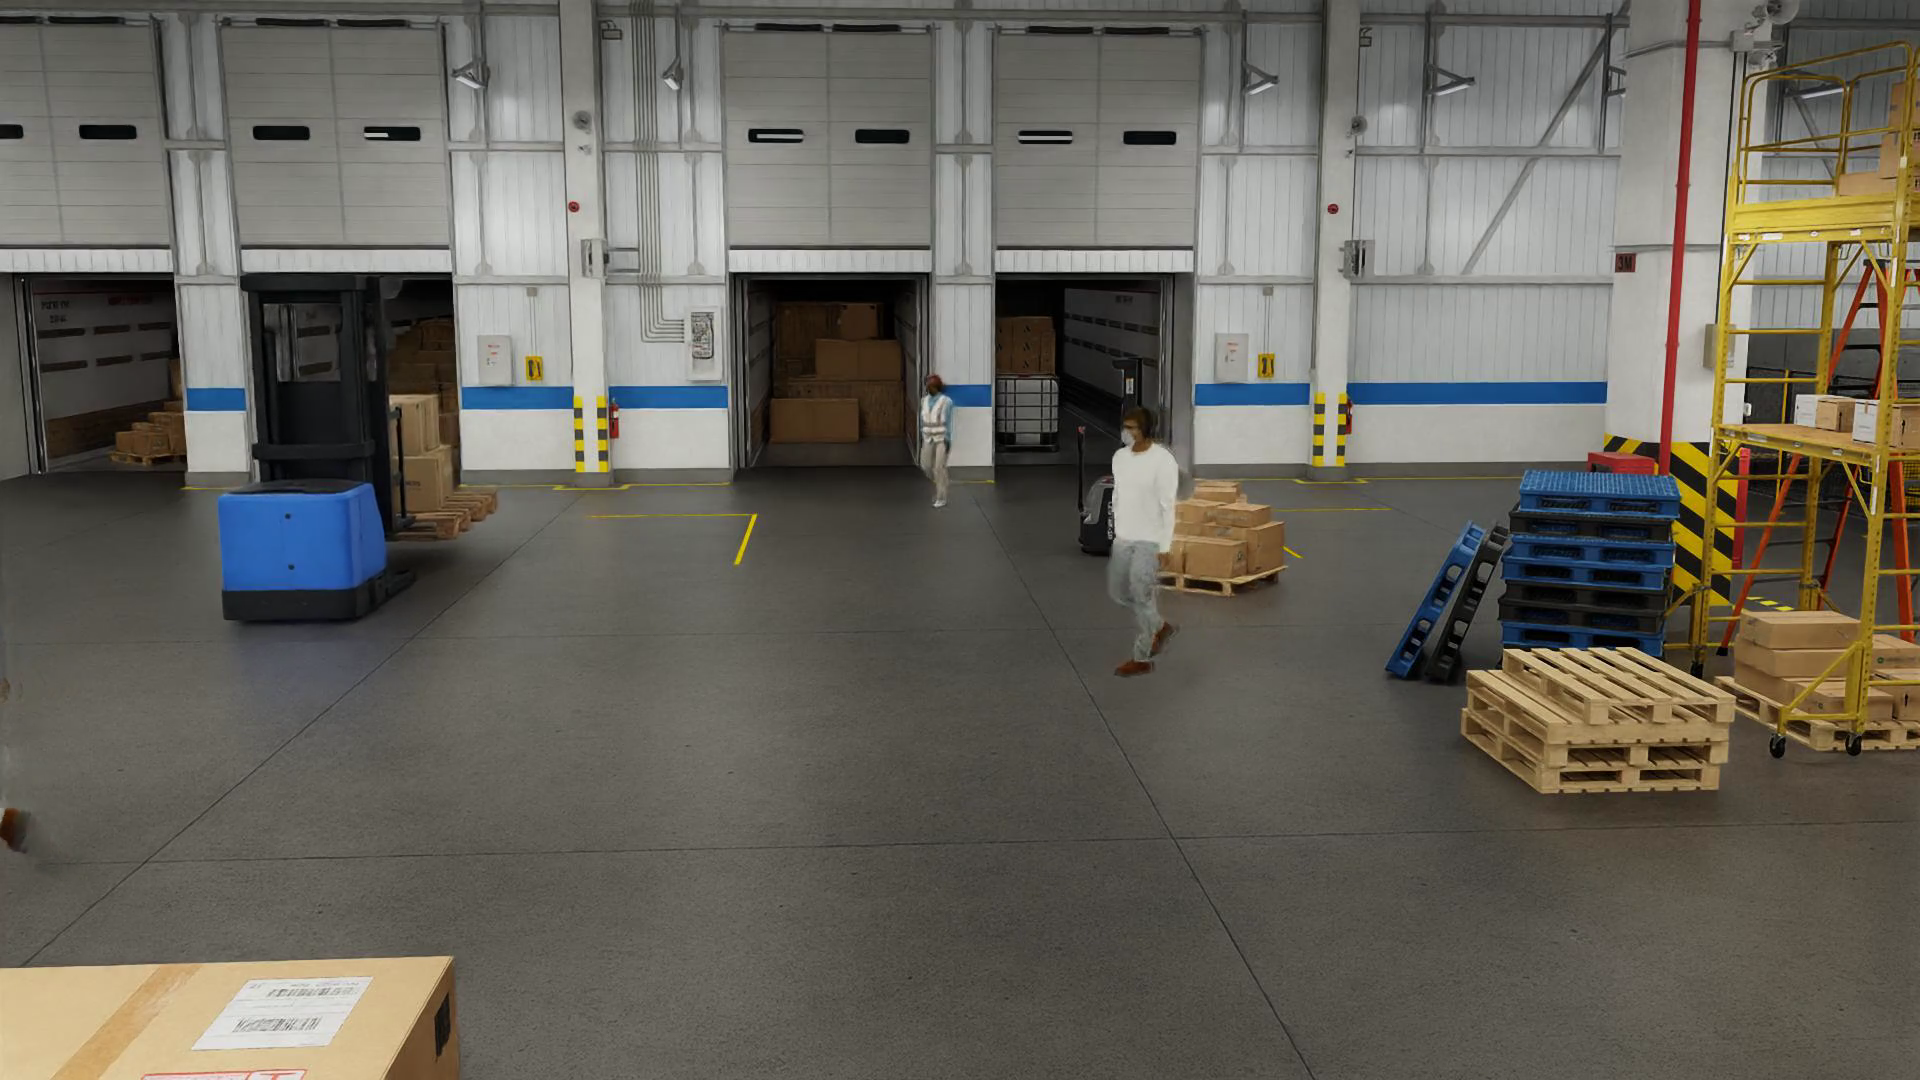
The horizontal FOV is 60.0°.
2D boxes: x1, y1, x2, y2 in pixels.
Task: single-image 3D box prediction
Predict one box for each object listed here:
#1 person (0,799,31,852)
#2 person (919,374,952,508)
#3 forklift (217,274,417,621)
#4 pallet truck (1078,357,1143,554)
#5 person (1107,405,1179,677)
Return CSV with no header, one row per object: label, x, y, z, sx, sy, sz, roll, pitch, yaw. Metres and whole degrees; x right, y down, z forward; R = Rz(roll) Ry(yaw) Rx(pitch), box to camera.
person,-4.809,0.640,7.806,0.799,1.907,0.639,1,9,4
person,-0.290,-1.203,20.243,0.527,1.626,0.368,6,11,35
forklift,-5.438,-0.834,13.983,1.129,2.768,1.873,-1,9,-4
pallet truck,2.088,-0.836,16.757,1.885,1.965,0.823,2,9,13
person,1.320,0.003,11.740,0.526,1.925,0.630,-7,11,-36
